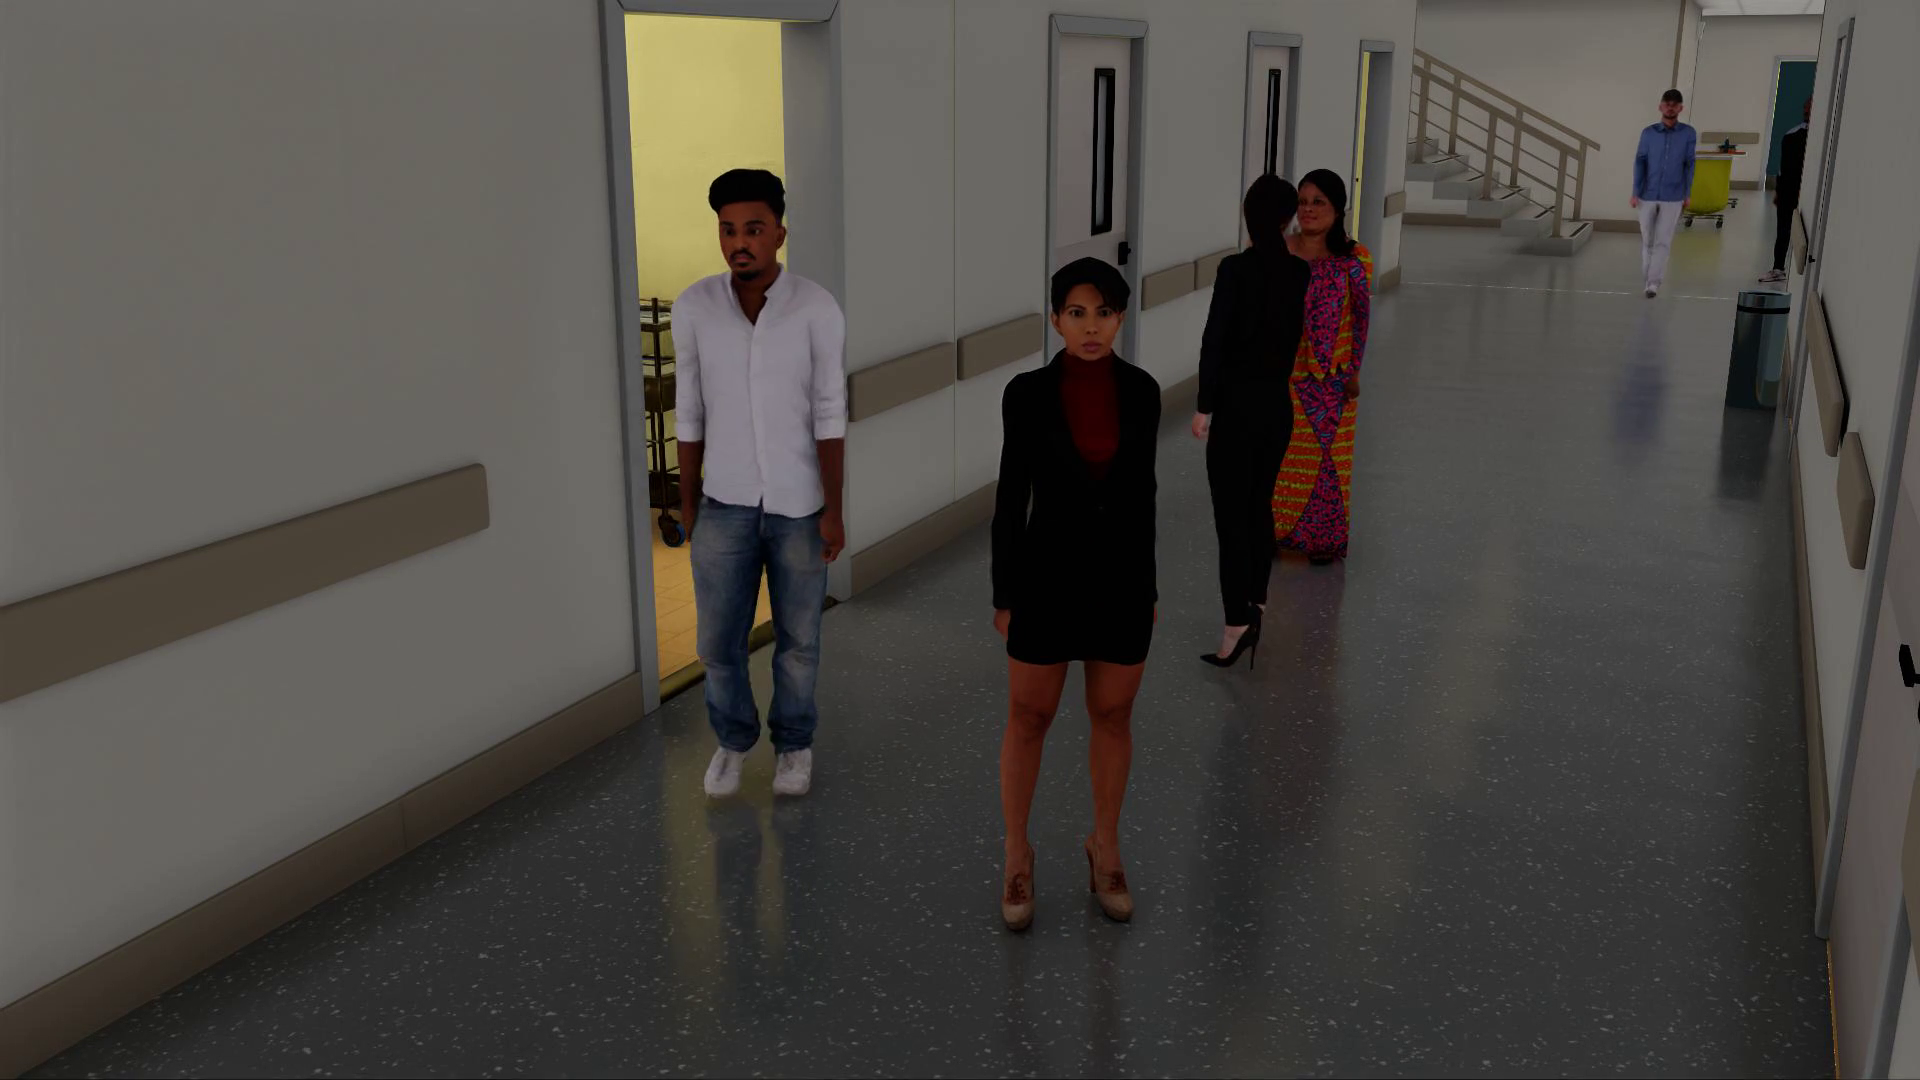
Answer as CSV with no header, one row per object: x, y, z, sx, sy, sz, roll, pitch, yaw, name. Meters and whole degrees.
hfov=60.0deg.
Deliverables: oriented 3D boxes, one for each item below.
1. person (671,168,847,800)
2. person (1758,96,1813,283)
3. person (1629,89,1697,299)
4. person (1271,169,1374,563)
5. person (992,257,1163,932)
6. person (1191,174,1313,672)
-0.536,-0.156,4.771,0.696,1.794,0.802,-1,16,-2,person
8.338,-3.475,16.477,0.797,1.830,0.672,-11,19,-33,person
6.424,-3.133,15.247,1.101,1.840,0.737,8,18,26,person
1.487,-0.751,7.082,0.576,1.687,0.684,8,17,25,person
0.283,0.150,3.971,0.682,1.639,0.748,-2,16,-8,person
1.037,-0.408,5.838,0.721,1.700,0.724,12,20,37,person
